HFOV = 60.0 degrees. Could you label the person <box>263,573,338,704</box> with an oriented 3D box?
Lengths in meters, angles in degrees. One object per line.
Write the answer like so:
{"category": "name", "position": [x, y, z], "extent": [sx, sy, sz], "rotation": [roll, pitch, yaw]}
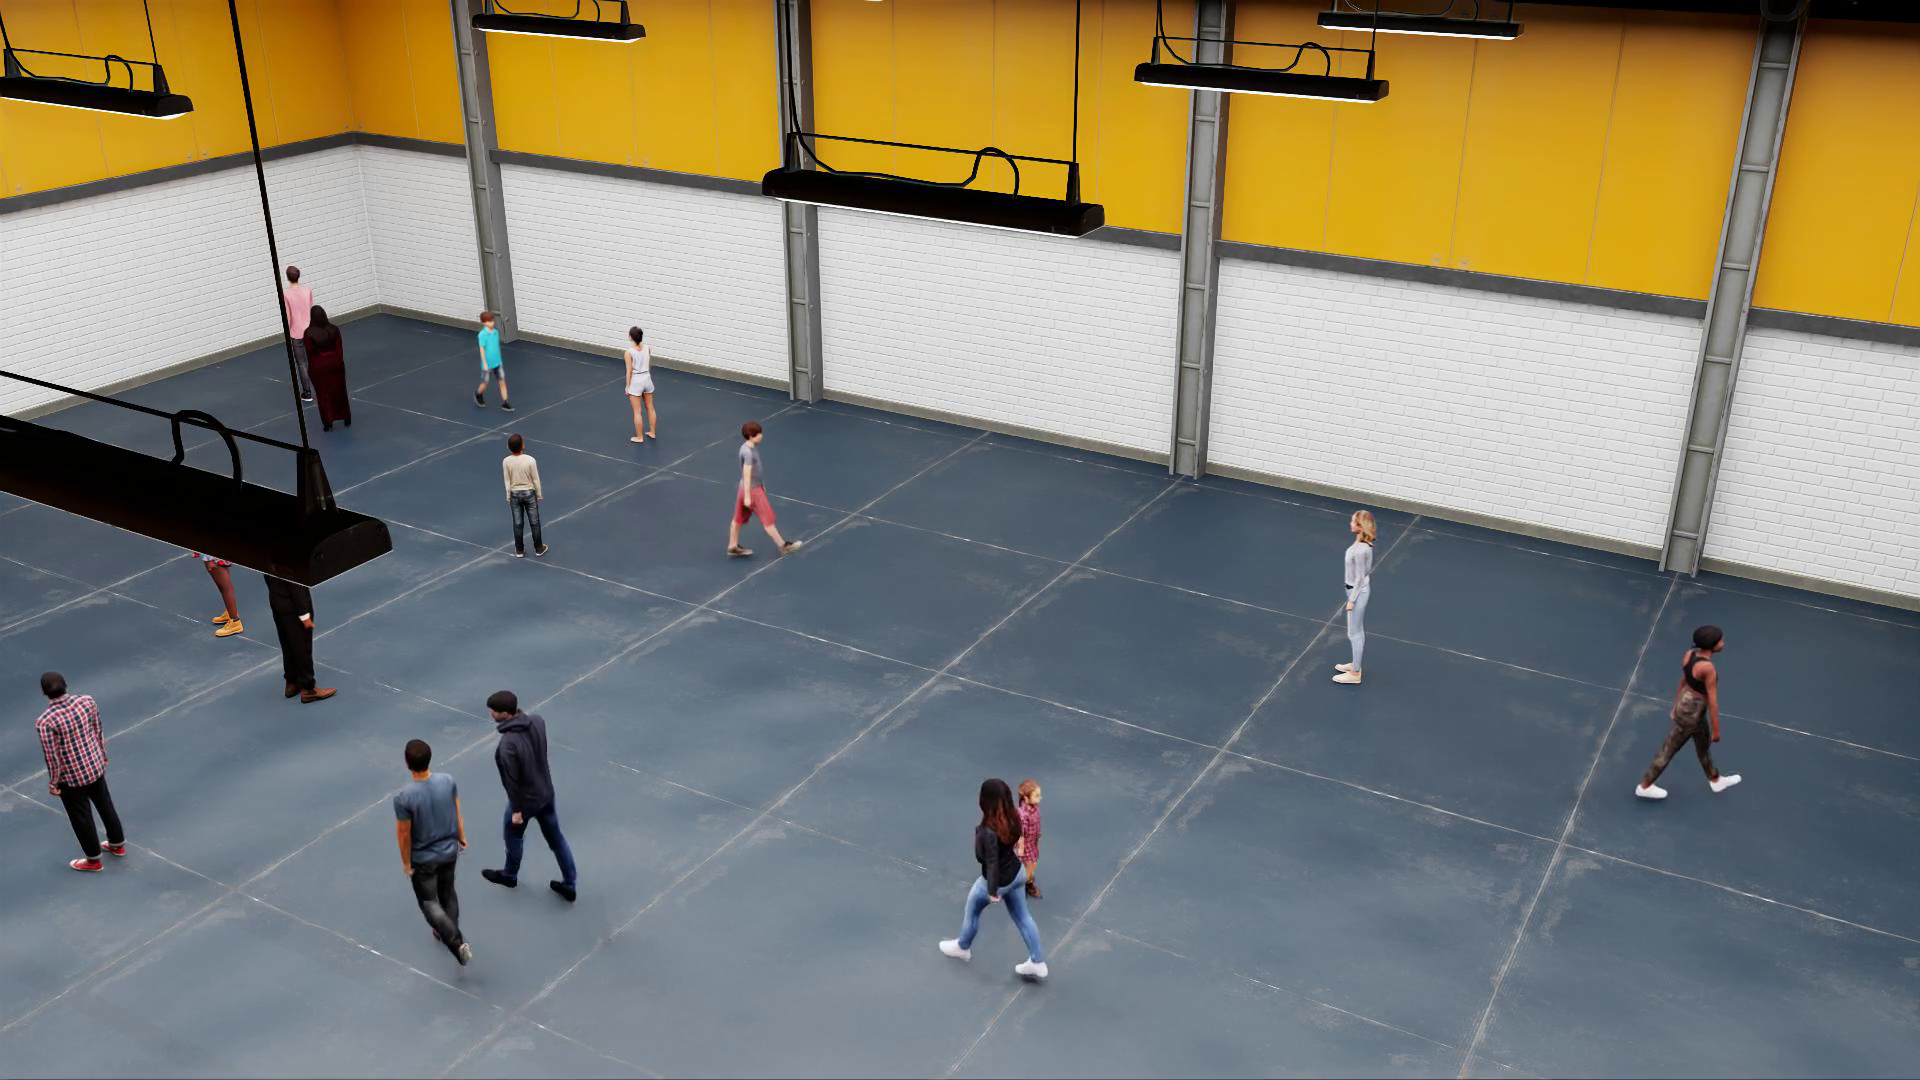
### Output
{"category": "person", "position": [-6.353, 0.631, 15.772], "extent": [0.609, 1.905, 0.781], "rotation": [19, 30, 36]}

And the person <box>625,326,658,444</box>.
{"category": "person", "position": [-4.312, -2.109, 22.416], "extent": [0.608, 1.604, 0.606], "rotation": [20, 30, 37]}

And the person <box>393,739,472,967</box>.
{"category": "person", "position": [-3.785, 2.302, 12.087], "extent": [0.794, 1.795, 0.985], "rotation": [-21, 31, -40]}

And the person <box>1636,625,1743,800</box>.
{"category": "person", "position": [6.094, 1.504, 14.091], "extent": [1.198, 1.652, 0.967], "rotation": [0, 24, -1]}

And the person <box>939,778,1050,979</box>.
{"category": "person", "position": [0.367, 2.464, 11.972], "extent": [1.083, 1.590, 0.656], "rotation": [14, 27, 29]}

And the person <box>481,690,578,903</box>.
{"category": "person", "position": [-3.213, 2.001, 12.716], "extent": [1.057, 1.841, 0.783], "rotation": [12, 26, 25]}

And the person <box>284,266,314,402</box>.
{"category": "person", "position": [-9.472, -2.986, 23.978], "extent": [0.611, 1.959, 0.660], "rotation": [19, 30, 37]}

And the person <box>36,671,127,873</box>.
{"category": "person", "position": [-7.009, 1.819, 13.233], "extent": [0.611, 1.760, 0.704], "rotation": [10, 26, 22]}

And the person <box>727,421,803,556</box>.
{"category": "person", "position": [-2.444, -0.539, 18.816], "extent": [1.168, 1.611, 1.011], "rotation": [-2, 24, -6]}

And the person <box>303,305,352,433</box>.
{"category": "person", "position": [-8.680, -2.361, 22.801], "extent": [0.746, 1.756, 0.733], "rotation": [-19, 30, -37]}

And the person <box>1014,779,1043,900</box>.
{"category": "person", "position": [0.486, 2.314, 13.031], "extent": [0.495, 1.016, 0.464], "rotation": [9, 25, 19]}

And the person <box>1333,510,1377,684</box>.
{"category": "person", "position": [3.843, 0.545, 16.106], "extent": [0.562, 1.795, 0.626], "rotation": [8, 25, 17]}

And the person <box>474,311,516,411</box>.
{"category": "person", "position": [-6.705, -2.541, 23.625], "extent": [0.965, 1.427, 0.634], "rotation": [19, 30, 37]}

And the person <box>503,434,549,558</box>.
{"category": "person", "position": [-4.973, -0.506, 18.923], "extent": [0.608, 1.465, 0.689], "rotation": [-3, 24, -6]}
